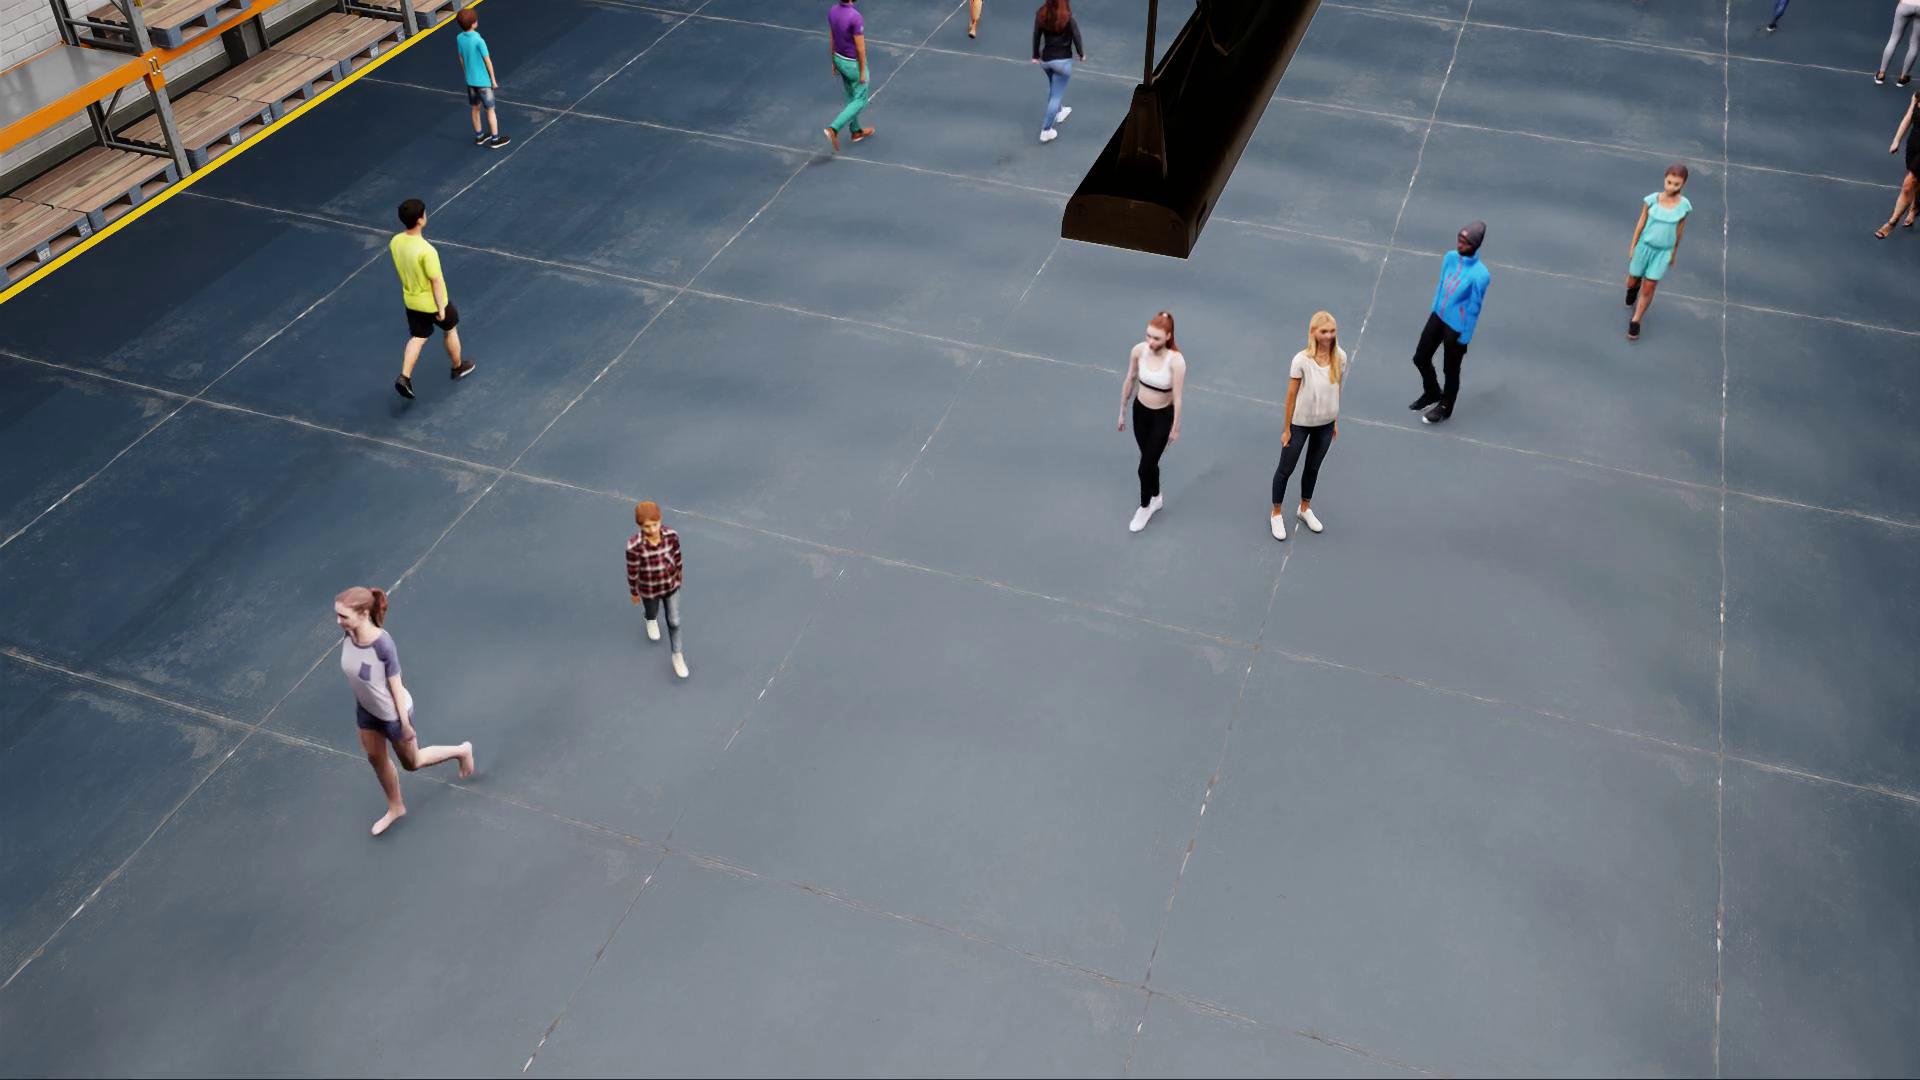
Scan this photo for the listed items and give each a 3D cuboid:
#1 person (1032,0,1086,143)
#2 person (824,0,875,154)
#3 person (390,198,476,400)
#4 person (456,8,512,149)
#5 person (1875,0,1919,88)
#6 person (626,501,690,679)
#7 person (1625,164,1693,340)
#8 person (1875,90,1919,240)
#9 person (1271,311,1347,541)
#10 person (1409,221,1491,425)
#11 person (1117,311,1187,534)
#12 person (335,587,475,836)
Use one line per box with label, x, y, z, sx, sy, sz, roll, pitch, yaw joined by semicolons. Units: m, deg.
person;0.962;-4.910;17.196;0.785;1.608;1.034;23;44;26
person;-1.184;-4.814;16.962;0.886;1.751;1.103;31;48;32
person;-4.356;-1.910;13.384;0.615;1.677;1.009;15;41;18
person;-4.974;-4.776;17.156;0.539;1.449;0.496;17;42;20
person;10.527;-5.868;18.304;0.593;1.723;0.554;20;43;24
person;-2.019;0.243;11.000;0.884;1.288;0.946;-15;41;-17
person;5.957;-2.515;14.246;0.574;1.547;0.860;15;41;18
person;9.065;-3.631;15.541;1.037;1.675;0.970;-19;42;-22
person;2.498;-0.830;11.928;0.671;1.808;0.705;-11;40;-14
person;3.942;-1.714;13.054;0.782;1.782;0.738;-20;43;-23
person;1.454;-0.914;12.093;0.722;1.733;0.794;27;46;30
person;-3.290;0.952;9.747;0.750;1.744;1.021;25;45;28
